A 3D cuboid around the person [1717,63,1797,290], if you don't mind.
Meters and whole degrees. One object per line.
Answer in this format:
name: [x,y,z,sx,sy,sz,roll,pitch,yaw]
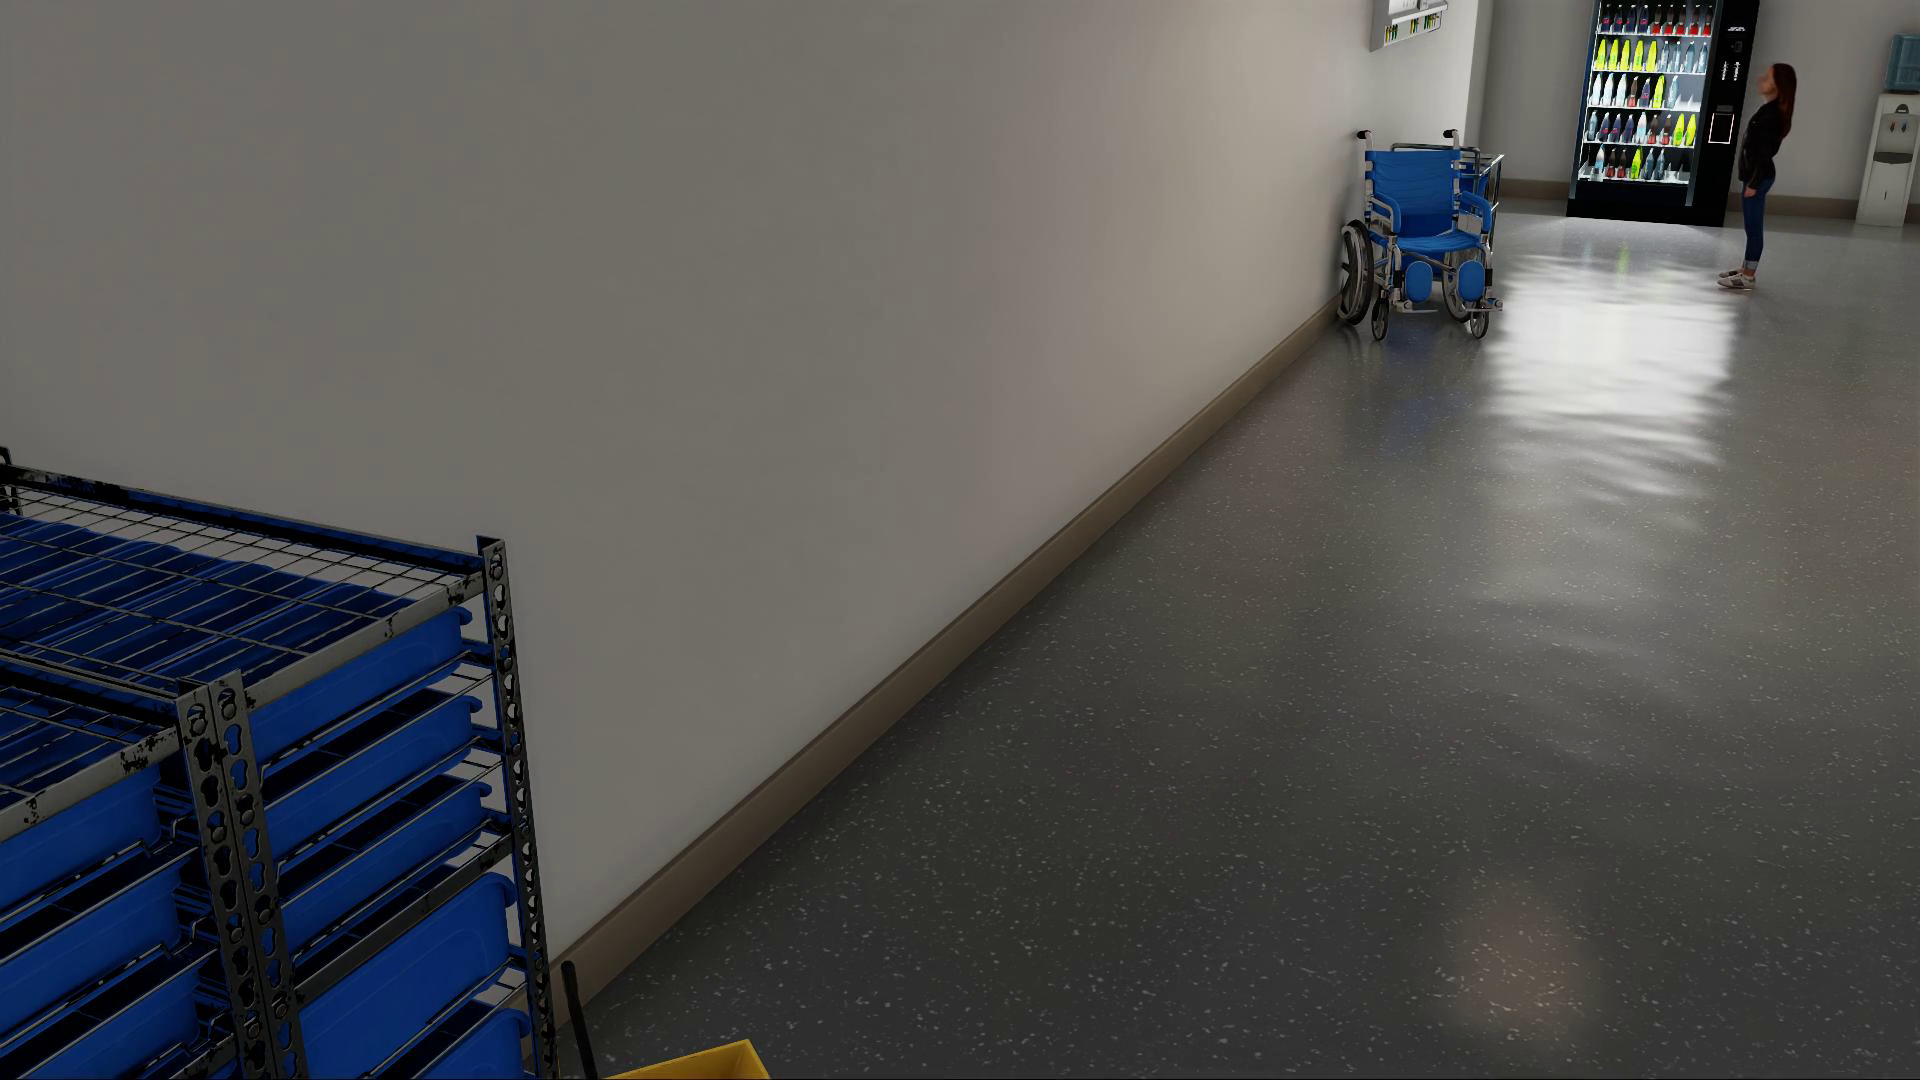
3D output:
person: [5.365,-2.443,11.160,0.492,1.481,0.548,9,23,23]
